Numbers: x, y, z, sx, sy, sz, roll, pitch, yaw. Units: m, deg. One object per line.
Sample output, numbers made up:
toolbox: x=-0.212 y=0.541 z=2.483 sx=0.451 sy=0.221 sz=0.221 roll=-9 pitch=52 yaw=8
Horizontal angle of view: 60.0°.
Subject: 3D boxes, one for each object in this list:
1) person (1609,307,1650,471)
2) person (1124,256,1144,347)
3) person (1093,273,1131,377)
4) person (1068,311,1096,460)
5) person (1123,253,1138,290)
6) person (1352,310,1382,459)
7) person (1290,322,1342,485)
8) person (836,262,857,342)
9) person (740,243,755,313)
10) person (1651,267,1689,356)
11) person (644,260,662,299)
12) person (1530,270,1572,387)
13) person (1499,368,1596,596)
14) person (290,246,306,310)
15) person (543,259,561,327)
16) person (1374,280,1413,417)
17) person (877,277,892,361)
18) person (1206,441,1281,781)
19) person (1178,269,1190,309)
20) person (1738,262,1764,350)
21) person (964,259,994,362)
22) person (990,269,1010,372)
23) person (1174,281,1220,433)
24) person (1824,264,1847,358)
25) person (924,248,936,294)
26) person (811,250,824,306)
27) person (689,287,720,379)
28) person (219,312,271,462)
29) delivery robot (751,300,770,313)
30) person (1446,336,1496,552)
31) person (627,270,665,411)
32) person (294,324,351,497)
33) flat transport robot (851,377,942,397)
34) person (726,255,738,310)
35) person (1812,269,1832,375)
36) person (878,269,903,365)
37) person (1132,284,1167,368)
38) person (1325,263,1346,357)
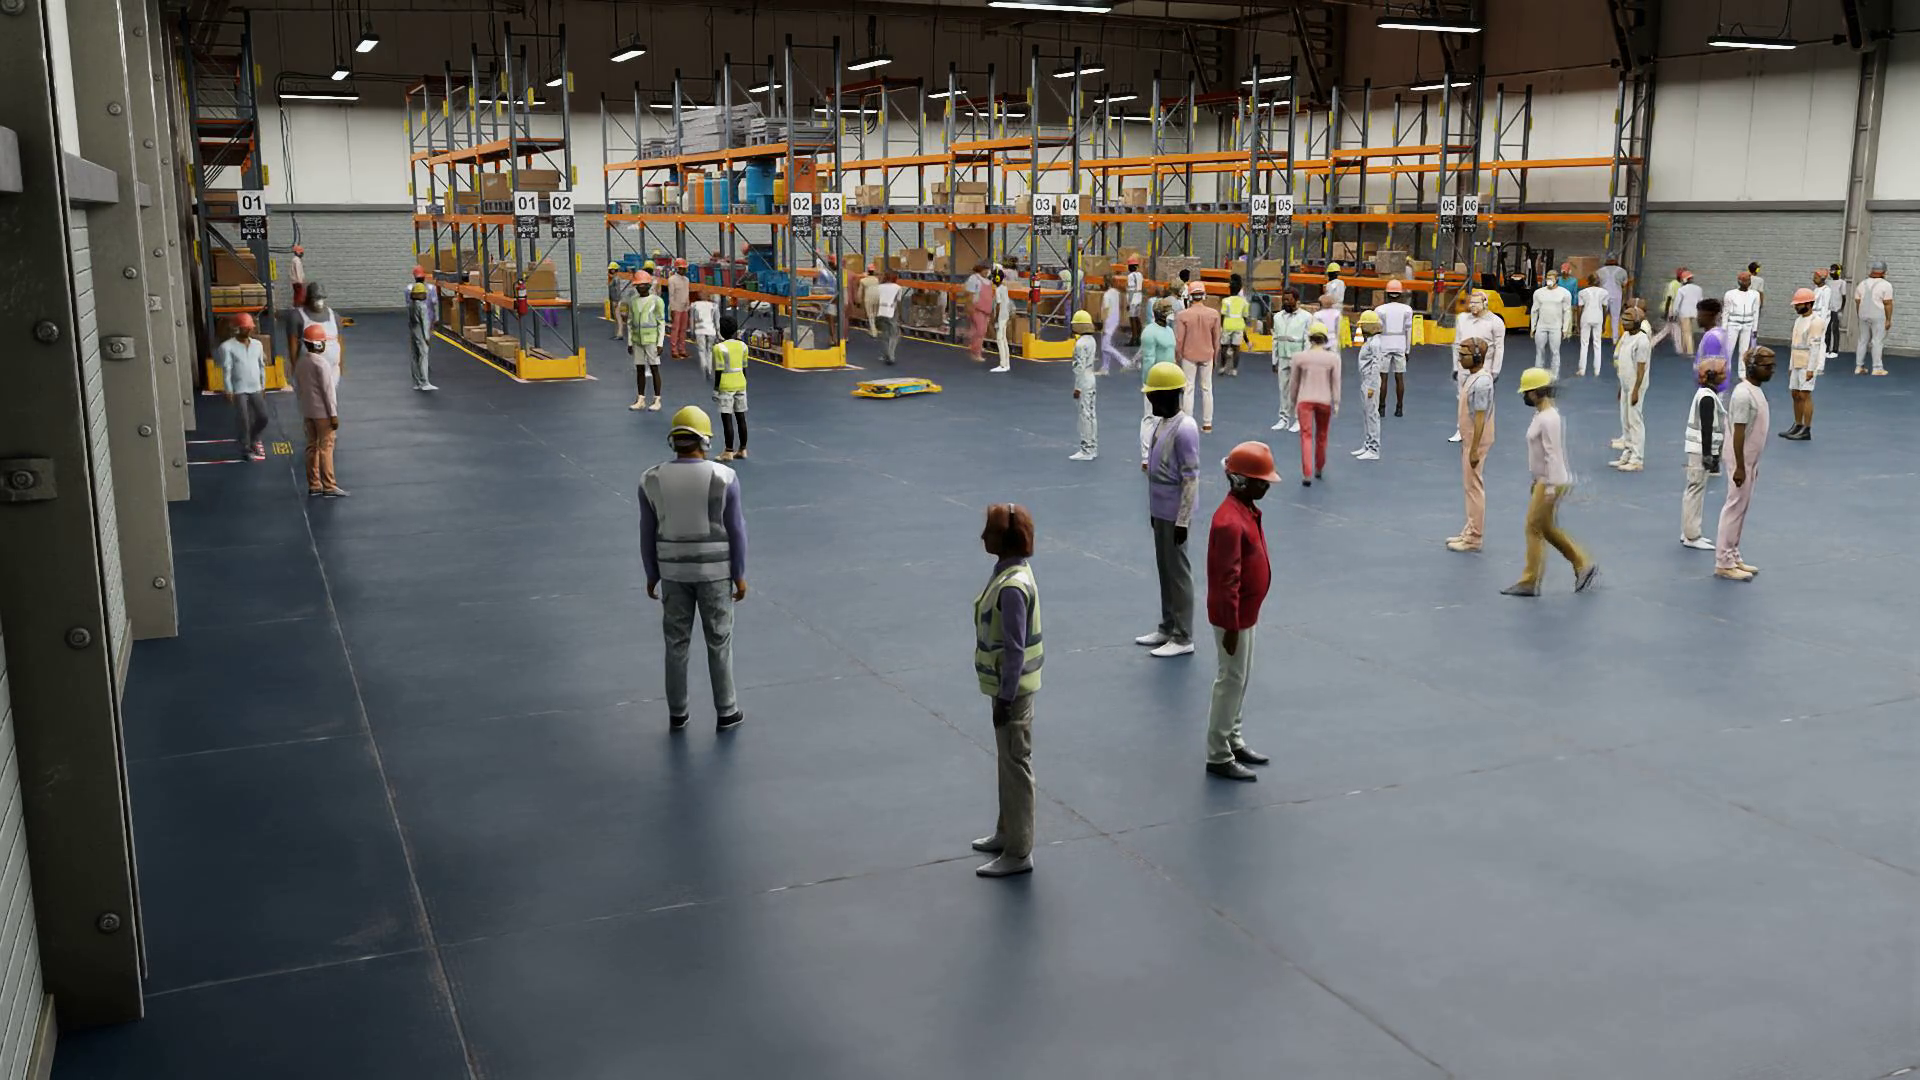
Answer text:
person: x=7.523 y=-1.689 z=18.639 sx=0.342 sy=1.837 sz=0.506 roll=0 pitch=11 yaw=1
person: x=3.738 y=-5.153 z=35.983 sx=0.376 sy=1.936 sz=0.549 roll=7 pitch=13 yaw=32
person: x=2.664 y=-3.754 z=29.154 sx=0.634 sy=1.834 sz=0.530 roll=4 pitch=12 yaw=20
person: x=1.421 y=-1.811 z=19.506 sx=0.325 sy=1.741 sz=0.514 roll=4 pitch=12 yaw=22
person: x=4.850 y=-7.272 z=47.292 sx=0.628 sy=1.735 sz=0.611 roll=-3 pitch=12 yaw=-17
person: x=4.791 y=-1.821 z=19.545 sx=0.322 sy=1.742 sz=0.493 roll=1 pitch=11 yaw=4
person: x=3.801 y=-1.463 z=17.804 sx=0.523 sy=1.713 sz=0.917 roll=2 pitch=11 yaw=8
person: x=-2.706 y=-5.386 z=37.365 sx=0.658 sy=1.851 sz=0.978 roll=-7 pitch=13 yaw=-32
person: x=-6.140 y=-7.568 z=48.136 sx=0.444 sy=2.013 sz=0.759 roll=-2 pitch=11 yaw=-12
person: x=14.371 y=-4.622 z=33.668 sx=0.884 sy=1.798 sz=0.573 roll=8 pitch=14 yaw=36
person: x=-6.475 y=-4.853 z=34.524 sx=0.612 sy=1.909 sz=0.508 roll=1 pitch=11 yaw=3
person: x=9.781 y=-3.506 z=27.608 sx=0.635 sy=1.938 sz=0.359 roll=8 pitch=14 yaw=34
person: x=4.480 y=-0.429 z=12.514 sx=0.680 sy=1.729 sz=0.578 roll=2 pitch=11 yaw=9
person: x=-18.101 y=-7.052 z=45.575 sx=0.443 sy=1.974 sz=0.656 roll=-6 pitch=13 yaw=-28
person: x=-10.432 y=-6.275 z=42.288 sx=0.584 sy=1.714 sz=0.617 roll=-5 pitch=12 yaw=-23
person: x=6.105 y=-2.706 z=23.547 sx=0.542 sy=1.938 sz=0.357 roll=0 pitch=11 yaw=1
person: x=-1.465 y=-4.314 z=32.476 sx=0.312 sy=1.639 sz=0.518 roll=-1 pitch=11 yaw=-5
person: x=1.440 y=0.357 z=8.488 sx=0.351 sy=1.739 sz=0.573 roll=4 pitch=12 yaw=18
person: x=4.741 y=-4.930 z=35.491 sx=0.322 sy=1.685 sz=0.542 roll=-2 pitch=11 yaw=-11
person: x=16.408 y=-4.816 z=34.503 sx=0.623 sy=1.859 sz=0.307 roll=10 pitch=15 yaw=42
person: x=0.410 y=-4.453 z=32.162 sx=0.545 sy=2.000 sz=0.747 roll=7 pitch=13 yaw=33
person: x=0.728 y=-3.999 z=30.331 sx=0.328 sy=1.861 sz=0.506 roll=3 pitch=12 yaw=15
person: x=3.093 y=-2.379 z=21.763 sx=0.610 sy=1.986 sz=0.392 roll=-2 pitch=11 yaw=-9
person: x=17.411 y=-4.568 z=33.181 sx=0.333 sy=1.873 sz=0.520 roll=-3 pitch=11 yaw=-13
person: x=-0.867 y=-7.207 z=46.500 sx=0.427 sy=1.902 sz=0.695 roll=3 pitch=12 yaw=17
person: x=-4.430 y=-8.145 z=51.687 sx=0.349 sy=1.743 sz=0.563 roll=2 pitch=11 yaw=12
person: x=-4.385 y=-3.550 z=28.664 sx=0.529 sy=1.610 sz=0.649 roll=-3 pitch=12 yaw=-16
person: x=-8.286 y=-1.772 z=19.317 sx=0.362 sy=1.741 sz=0.571 roll=8 pitch=14 yaw=34
delivery robot: x=-5.520 y=-6.468 z=45.953 sx=0.477 sy=0.478 sz=0.707 roll=-6 pitch=12 yaw=-27
person: x=4.375 y=-0.816 z=14.201 sx=0.348 sy=1.839 sz=0.504 roll=2 pitch=11 yaw=11
person: x=-4.590 y=-2.895 z=24.239 sx=0.607 sy=2.044 sz=0.378 roll=4 pitch=12 yaw=20
person: x=-6.503 y=-1.310 z=16.911 sx=0.563 sy=1.755 sz=0.320 roll=8 pitch=14 yaw=36
flat transport robot: x=-0.999 y=-2.426 z=26.372 sx=0.652 sy=0.197 sz=1.431 roll=10 pitch=15 yaw=40
person: x=-6.813 y=-7.681 z=49.630 sx=0.280 sy=1.625 sz=0.493 roll=7 pitch=13 yaw=31
person: x=15.360 y=-3.893 z=29.749 sx=0.351 sy=1.878 sz=0.568 roll=2 pitch=11 yaw=8
person: x=-1.320 y=-4.201 z=31.430 sx=0.605 sy=1.824 sz=0.434 roll=8 pitch=13 yaw=34
person: x=3.523 y=-3.894 z=30.453 sx=0.548 sy=1.603 sz=0.775 roll=-11 pitch=15 yaw=-43
person: x=7.141 y=-4.339 z=31.875 sx=0.369 sy=1.926 sz=0.588 roll=9 pitch=14 yaw=39
